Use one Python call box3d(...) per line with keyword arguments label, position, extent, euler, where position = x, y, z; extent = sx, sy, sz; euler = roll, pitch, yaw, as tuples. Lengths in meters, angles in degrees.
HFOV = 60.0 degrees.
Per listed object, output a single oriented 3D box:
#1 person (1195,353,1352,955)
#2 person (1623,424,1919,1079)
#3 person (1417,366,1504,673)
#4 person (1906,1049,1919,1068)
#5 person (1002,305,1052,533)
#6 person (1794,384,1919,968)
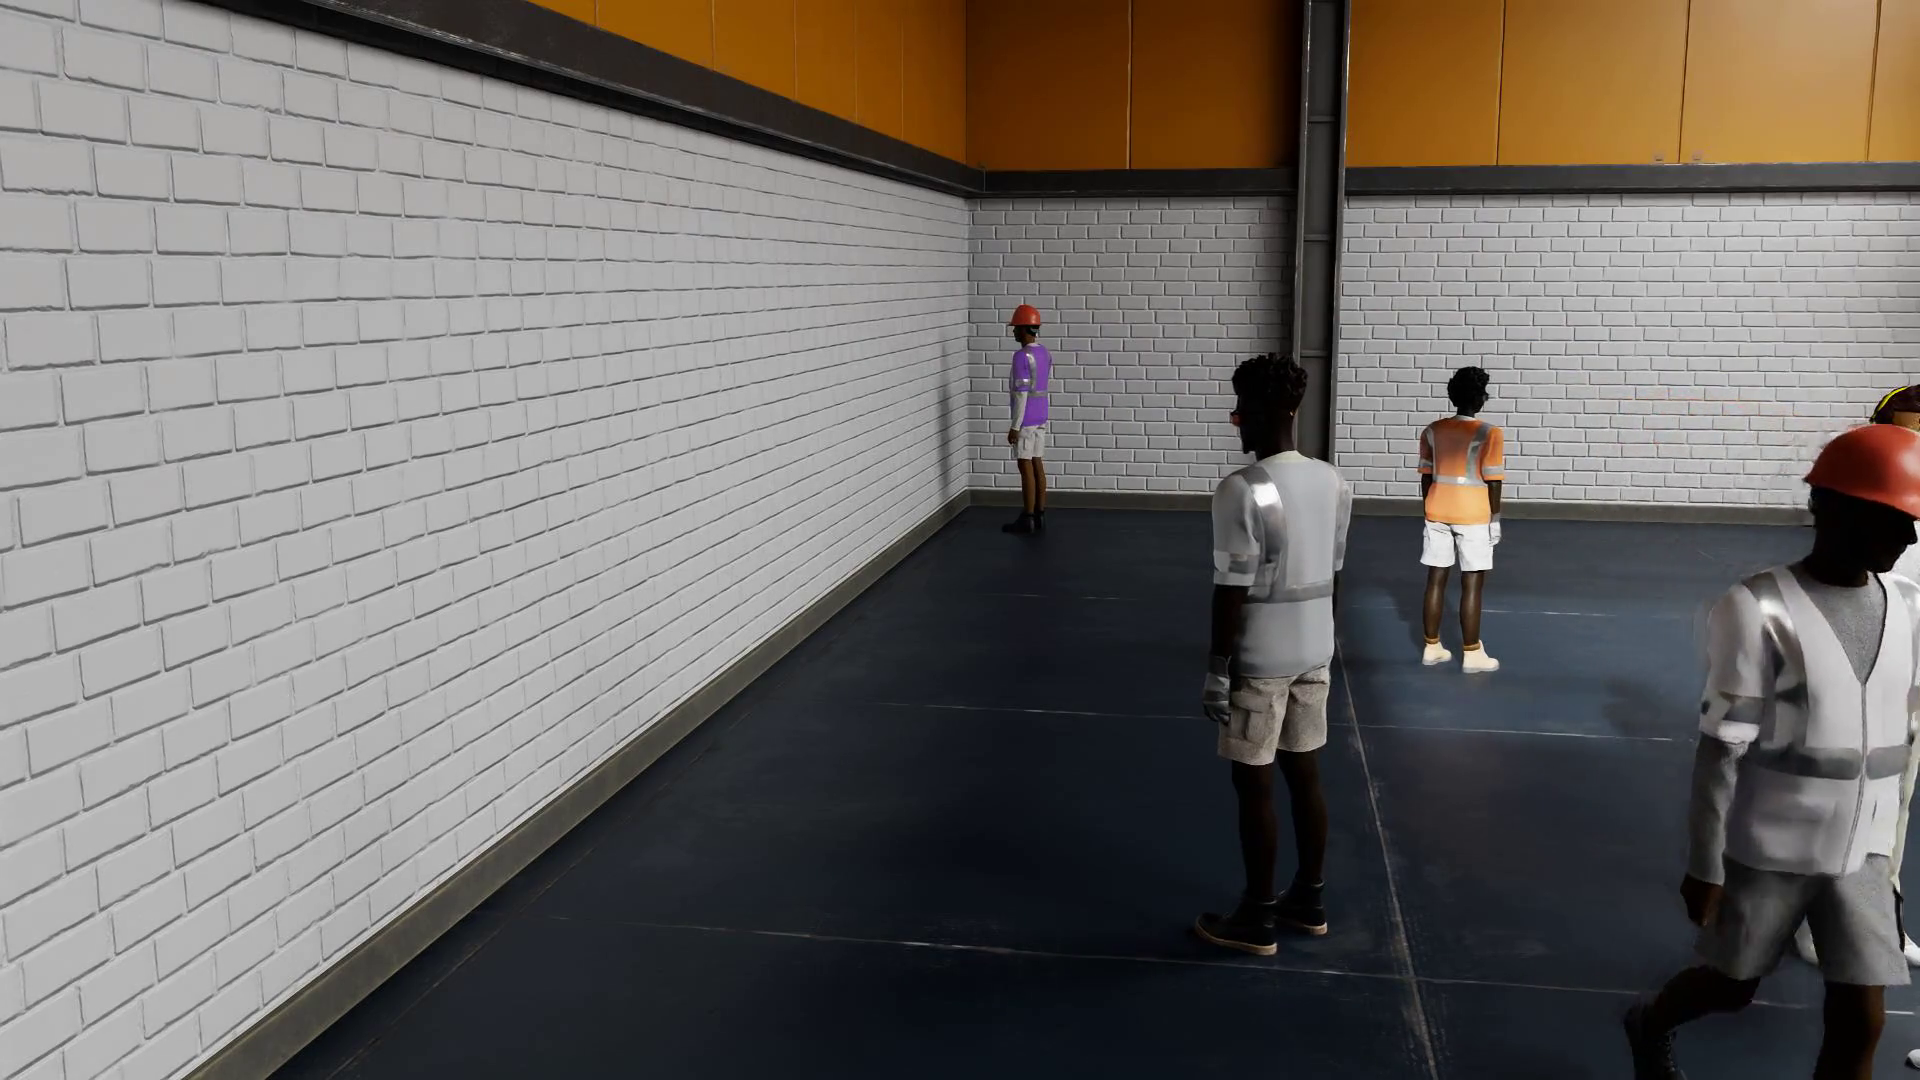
box3d(label="person", position=(1.024, 0.369, 5.465), extent=(0.607, 1.958, 0.378), euler=(-8, 12, -41))
box3d(label="person", position=(1.919, 0.659, 3.881), extent=(0.565, 1.896, 0.920), euler=(-1, 9, -8))
box3d(label="person", position=(2.786, -0.115, 9.260), extent=(0.321, 1.697, 0.535), euler=(-7, 11, -37))
box3d(label="person", position=(2.834, 0.700, 4.402), extent=(0.266, 1.631, 0.507), euler=(-3, 10, -19))
box3d(label="person", position=(0.563, -1.026, 14.170), extent=(0.354, 1.939, 0.545), euler=(4, 10, 26))
box3d(label="person", position=(2.957, 0.440, 5.298), extent=(0.515, 1.868, 0.333), euler=(0, 9, 2))
